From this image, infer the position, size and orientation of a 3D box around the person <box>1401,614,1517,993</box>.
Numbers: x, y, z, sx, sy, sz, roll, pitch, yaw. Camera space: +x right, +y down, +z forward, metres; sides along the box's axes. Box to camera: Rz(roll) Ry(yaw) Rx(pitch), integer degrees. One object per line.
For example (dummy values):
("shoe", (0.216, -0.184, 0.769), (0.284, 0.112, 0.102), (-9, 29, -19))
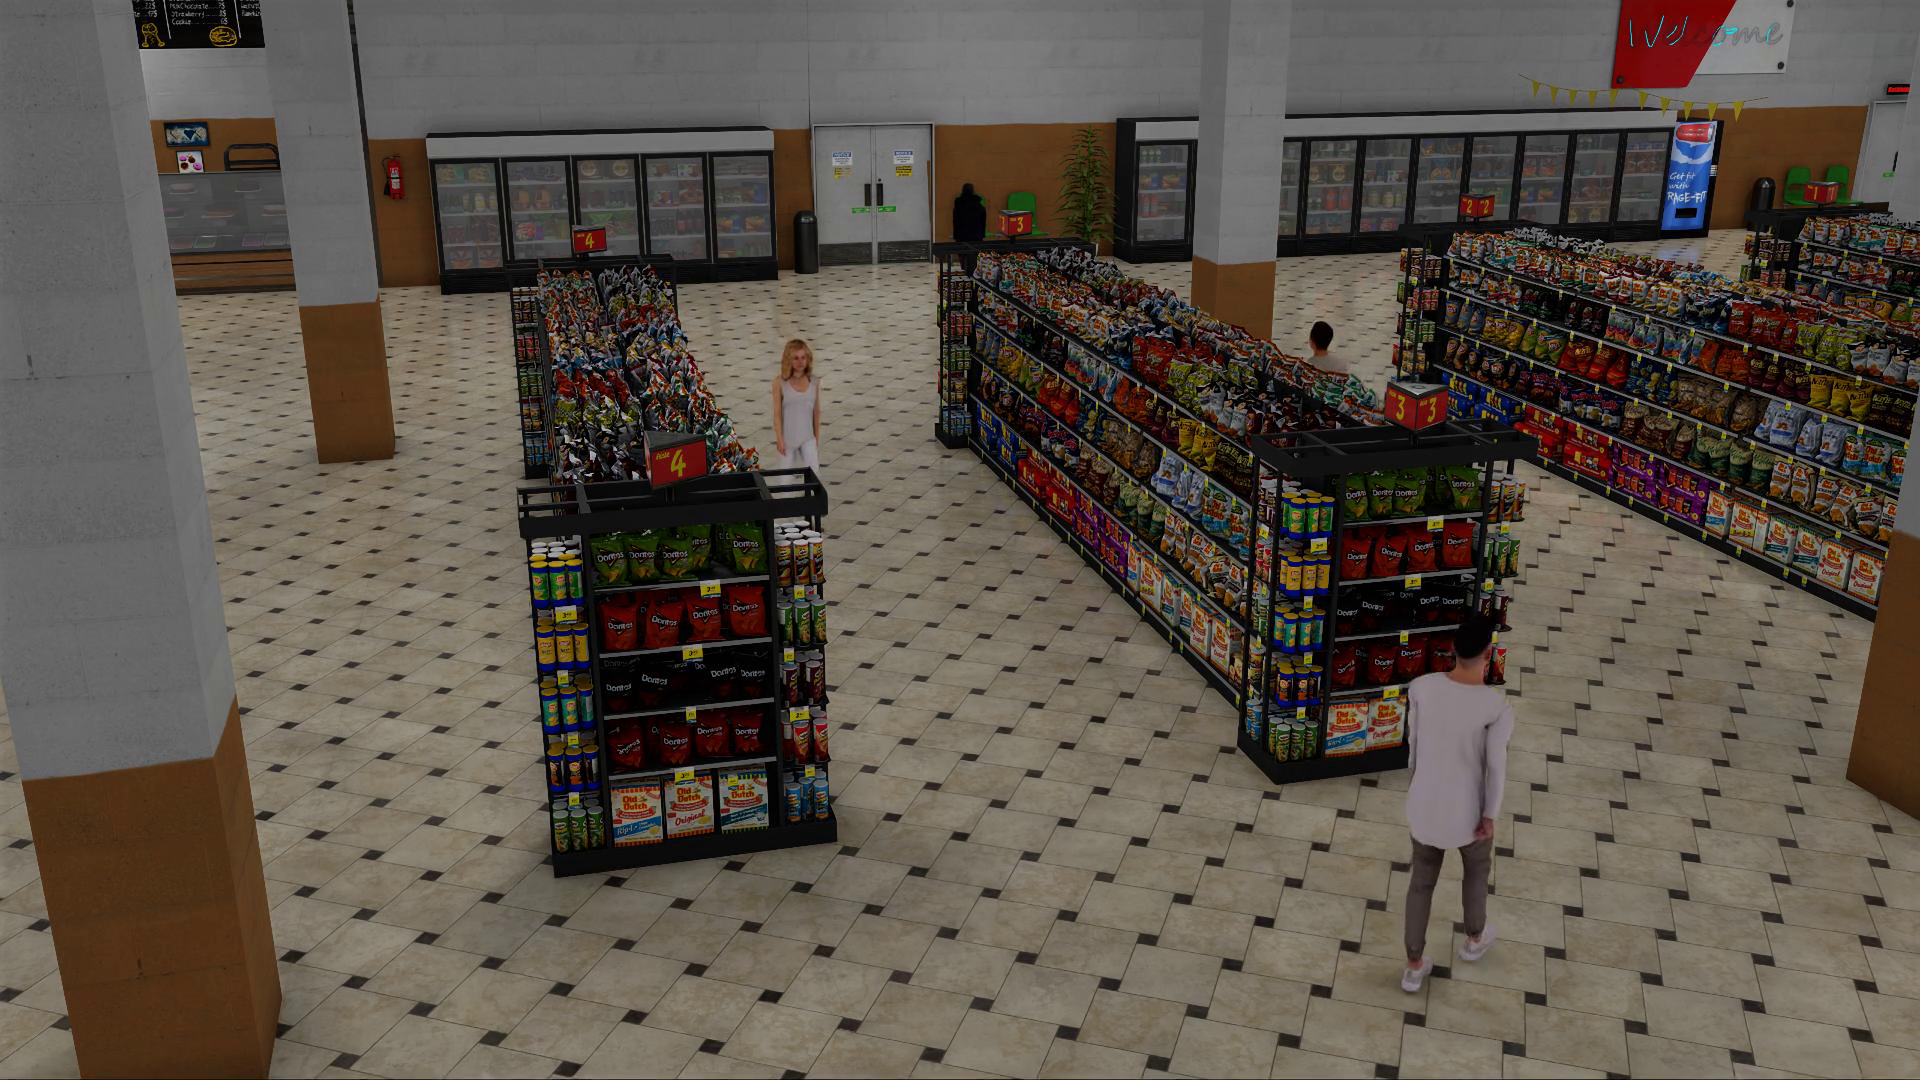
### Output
("person", (2.200, 1.231, 7.580), (0.983, 1.815, 1.021), (13, 22, 33))

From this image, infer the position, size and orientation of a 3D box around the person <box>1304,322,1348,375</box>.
("person", (3.081, -0.895, 13.963), (0.647, 1.765, 1.078), (-5, 19, -14))

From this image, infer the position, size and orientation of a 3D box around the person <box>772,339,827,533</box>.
("person", (-1.415, -0.886, 14.148), (0.626, 1.629, 1.030), (-6, 20, -18))

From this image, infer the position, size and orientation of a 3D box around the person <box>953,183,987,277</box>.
("person", (0.135, -4.439, 24.614), (0.662, 1.675, 0.632), (-4, 19, -13))
